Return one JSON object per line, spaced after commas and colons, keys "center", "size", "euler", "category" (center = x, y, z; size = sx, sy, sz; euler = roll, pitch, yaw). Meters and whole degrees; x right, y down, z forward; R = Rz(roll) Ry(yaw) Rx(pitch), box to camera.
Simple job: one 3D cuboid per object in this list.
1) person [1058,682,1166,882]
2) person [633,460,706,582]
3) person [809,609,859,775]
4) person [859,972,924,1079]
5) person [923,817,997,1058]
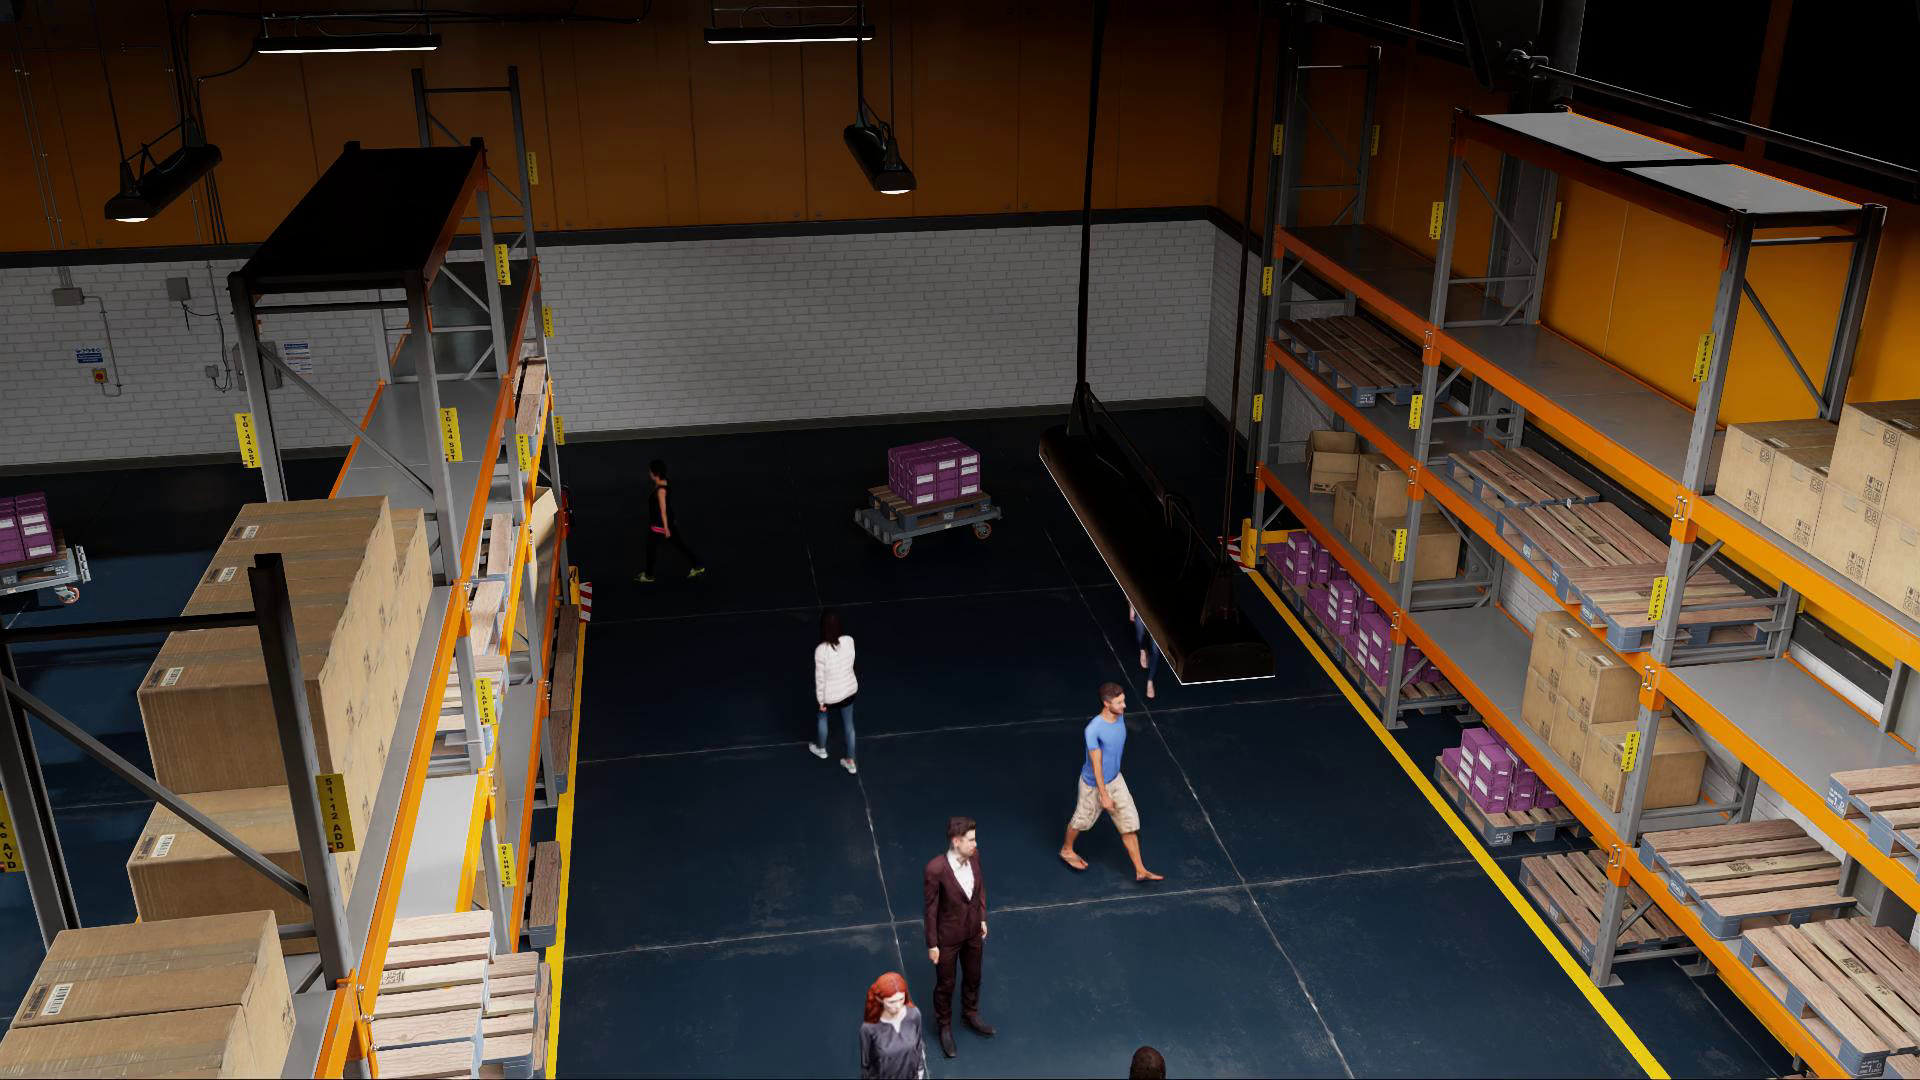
{"center": [1.099, 1.998, 13.853], "size": [1.097, 1.815, 1.288], "euler": [-22, 32, -40], "category": "person"}
{"center": [-3.349, -0.203, 19.263], "size": [0.763, 1.516, 1.041], "euler": [2, 24, 4], "category": "person"}
{"center": [-1.102, 1.431, 15.403], "size": [0.832, 1.612, 0.974], "euler": [-14, 27, -29], "category": "person"}
{"center": [-0.465, 3.443, 10.622], "size": [0.746, 1.755, 1.053], "euler": [-10, 26, -22], "category": "person"}
{"center": [-0.020, 2.805, 11.952], "size": [0.809, 1.858, 0.797], "euler": [-14, 27, -28], "category": "person"}
